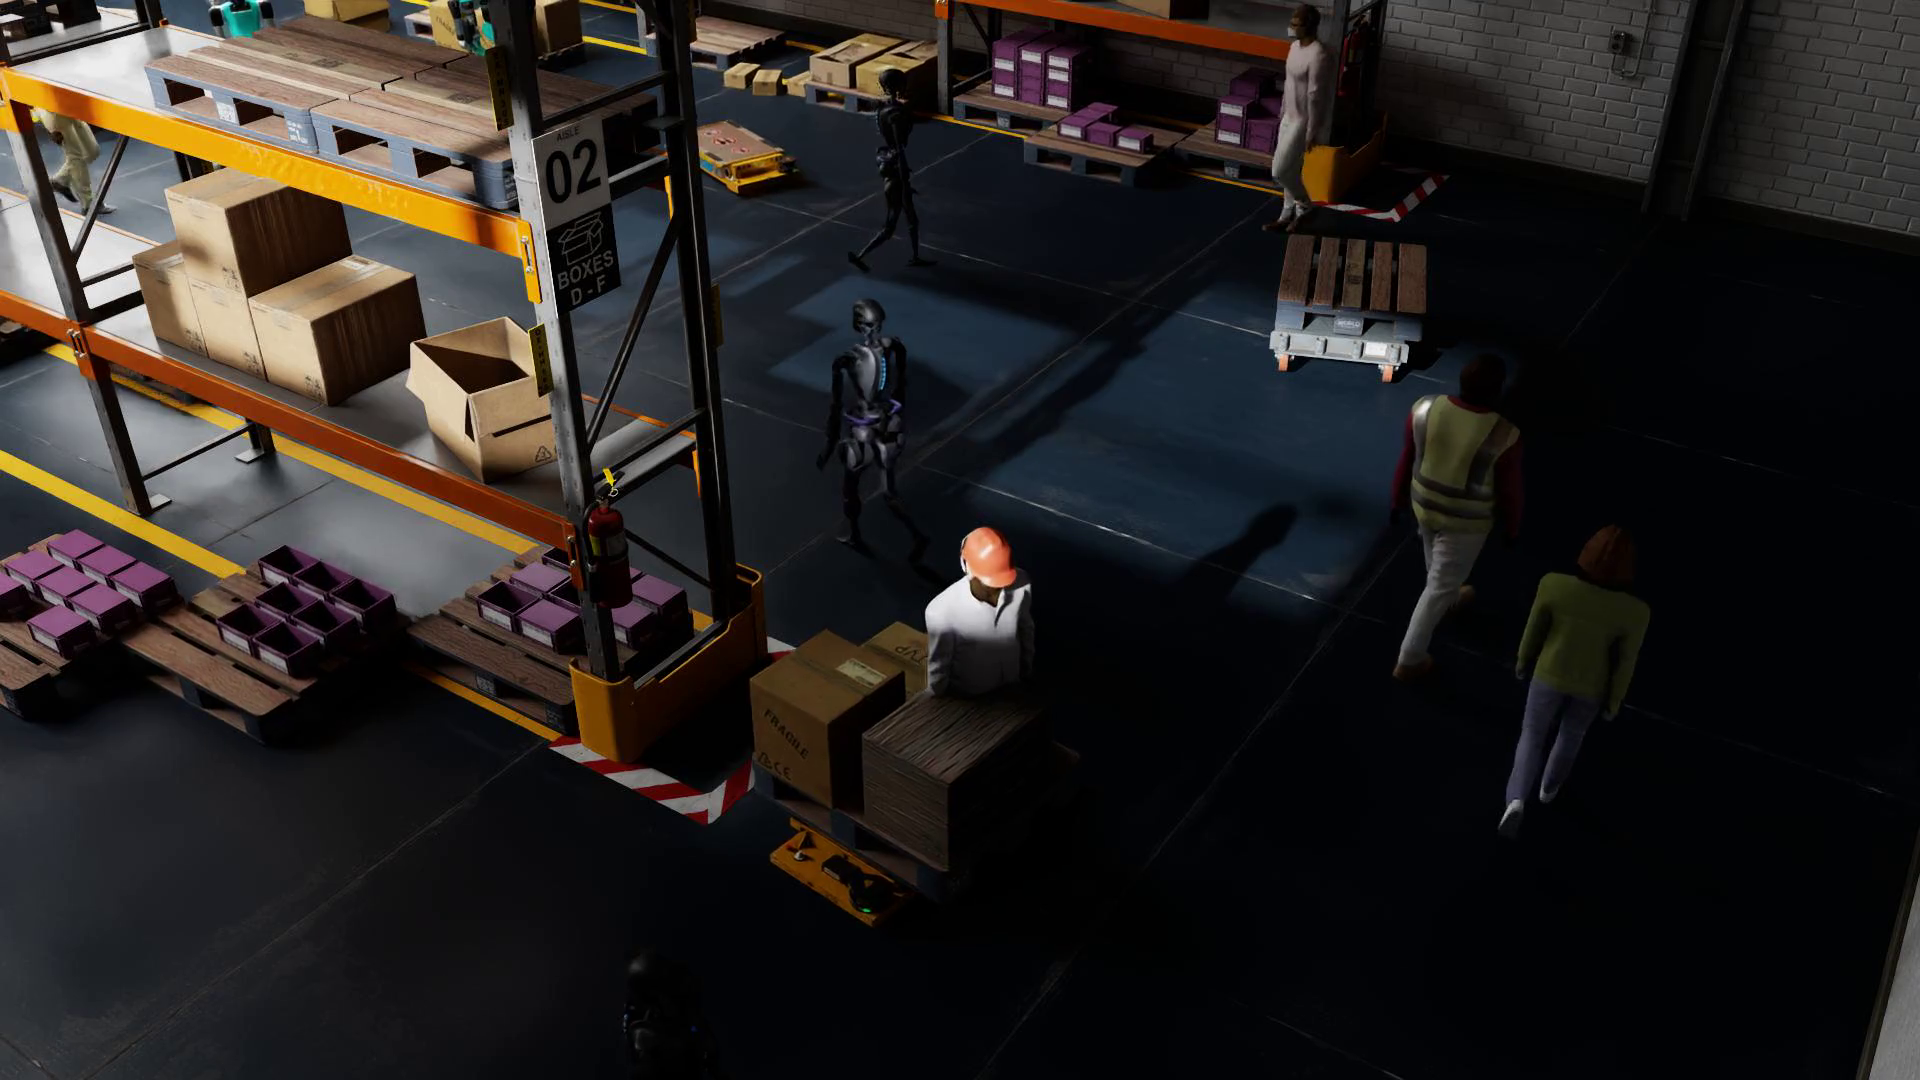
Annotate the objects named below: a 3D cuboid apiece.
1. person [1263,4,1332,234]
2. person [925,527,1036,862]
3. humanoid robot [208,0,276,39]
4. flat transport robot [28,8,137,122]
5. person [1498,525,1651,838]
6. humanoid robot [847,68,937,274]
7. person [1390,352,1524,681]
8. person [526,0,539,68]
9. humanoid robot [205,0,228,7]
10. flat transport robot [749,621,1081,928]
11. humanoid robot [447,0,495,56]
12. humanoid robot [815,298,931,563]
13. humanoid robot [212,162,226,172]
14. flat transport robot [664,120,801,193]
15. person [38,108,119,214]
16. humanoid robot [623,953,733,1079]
[{"bbox_3d":[2.736,-3.402,13.587,0.458,1.919,0.646,-4,33,-6],"label":"person"},{"bbox_3d":[0.115,0.667,7.498,0.574,1.738,0.354,-23,39,-31],"label":"person"},{"bbox_3d":[-6.140,-3.960,14.653,0.542,1.761,1.028,-16,36,-23],"label":"humanoid robot"},{"bbox_3d":[-8.568,-4.296,16.475,1.431,0.231,0.659,6,34,9],"label":"flat transport robot"},{"bbox_3d":[2.780,0.676,7.599,0.521,1.605,0.673,15,36,22],"label":"person"},{"bbox_3d":[-0.556,-2.891,13.055,0.728,1.633,0.601,-5,33,-7],"label":"humanoid robot"},{"bbox_3d":[2.619,-0.159,8.724,0.959,1.789,0.657,-28,42,-36],"label":"person"},{"bbox_3d":[-3.956,-4.263,14.929,0.436,1.908,0.487,5,33,8],"label":"person"},{"bbox_3d":[-8.627,-6.860,19.108,0.547,1.753,1.035,-26,41,-34],"label":"humanoid robot"},{"bbox_3d":[-0.170,1.252,7.949,0.659,0.231,1.431,25,40,33],"label":"flat transport robot"},{"bbox_3d":[-4.529,-4.916,16.143,1.034,1.780,0.540,23,39,31],"label":"humanoid robot"},{"bbox_3d":[-0.488,-0.592,9.516,0.599,1.635,0.670,-26,41,-34],"label":"humanoid robot"},{"bbox_3d":[-4.689,-2.012,11.713,0.781,1.862,0.563,14,35,20],"label":"humanoid robot"},{"bbox_3d":[-2.115,-3.548,15.326,0.659,0.231,1.431,-21,39,-29],"label":"flat transport robot"},{"bbox_3d":[-7.590,-3.583,14.027,0.473,1.739,0.580,-3,33,-5],"label":"person"},{"bbox_3d":[-0.954,1.960,5.623,0.792,1.635,0.589,5,33,8],"label":"humanoid robot"}]
